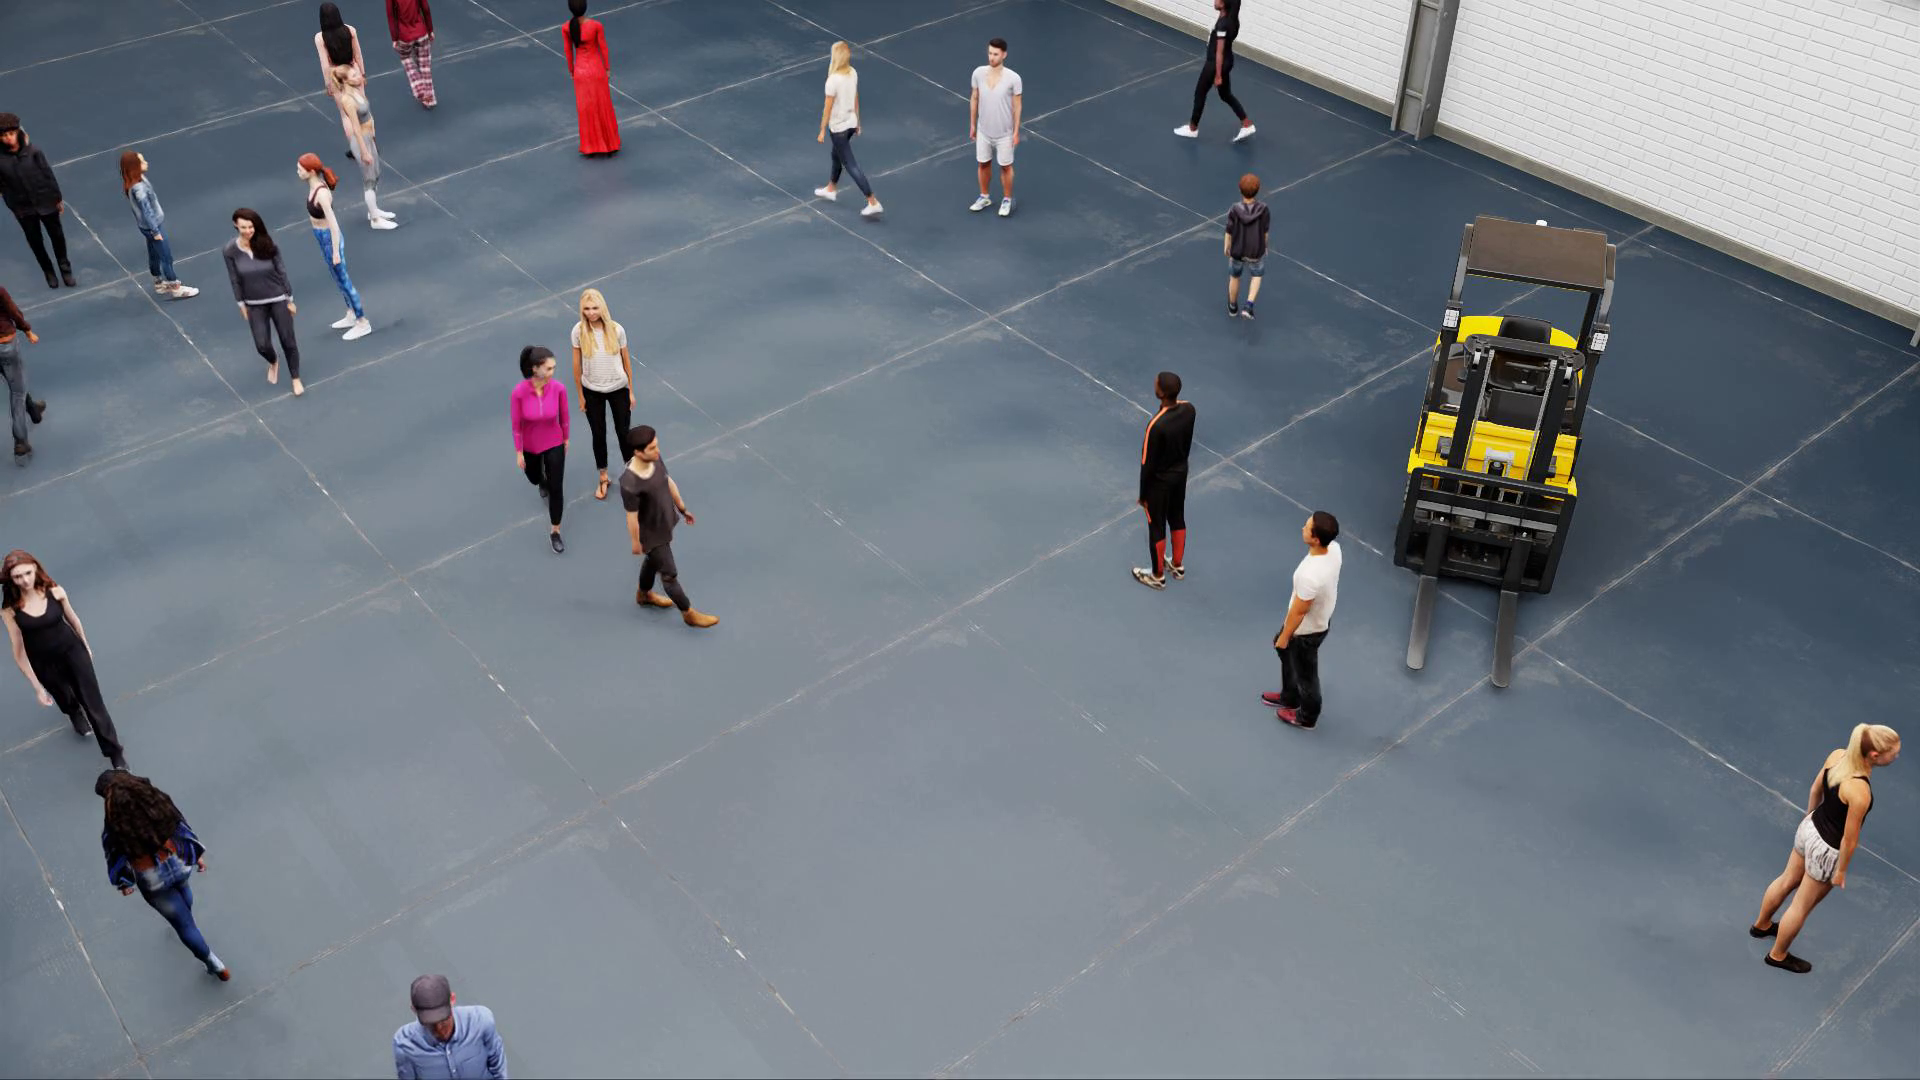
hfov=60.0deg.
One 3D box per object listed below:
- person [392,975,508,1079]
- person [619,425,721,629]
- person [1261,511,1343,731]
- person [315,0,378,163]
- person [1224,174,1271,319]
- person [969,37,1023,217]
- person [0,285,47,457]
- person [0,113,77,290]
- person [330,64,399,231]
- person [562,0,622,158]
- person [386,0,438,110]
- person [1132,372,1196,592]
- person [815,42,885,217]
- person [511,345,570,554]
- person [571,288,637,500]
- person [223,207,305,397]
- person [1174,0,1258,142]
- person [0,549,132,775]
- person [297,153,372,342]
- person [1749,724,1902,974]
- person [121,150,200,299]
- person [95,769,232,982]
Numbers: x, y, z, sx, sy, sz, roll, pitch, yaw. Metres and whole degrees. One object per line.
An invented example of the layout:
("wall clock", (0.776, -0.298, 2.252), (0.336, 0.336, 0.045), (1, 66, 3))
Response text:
("person", (-2.412, 2.756, 8.083), (0.707, 1.888, 0.662), (-16, 41, -19))
("person", (-2.232, -0.127, 11.856), (1.051, 1.685, 0.943), (9, 39, 11))
("person", (2.368, 0.566, 10.907), (0.810, 1.796, 0.790), (16, 41, 19))
("person", (-6.581, -4.921, 17.830), (0.616, 1.721, 0.532), (-29, 47, -32))
("person", (2.624, -2.650, 15.208), (0.753, 1.443, 0.808), (6, 39, 8))
("person", (0.369, -4.179, 16.796), (0.680, 1.852, 0.824), (14, 41, 17))
("person", (-7.828, -1.496, 13.522), (1.048, 1.745, 1.216), (-4, 39, -5))
("person", (-8.743, -3.223, 15.668), (0.655, 1.765, 0.614), (-23, 44, -26))
("person", (-5.970, -3.936, 16.610), (0.731, 1.705, 0.641), (-5, 39, -6))
("person", (-3.981, -4.980, 17.863), (0.738, 1.783, 0.784), (0, 39, -1))
("person", (-6.183, -5.692, 18.821), (0.720, 1.688, 0.723), (-18, 42, -21))
("person", (1.516, -0.438, 12.151), (0.608, 1.803, 0.556), (-26, 45, -29))
("person", (-1.098, -4.091, 16.753), (1.216, 1.768, 0.862), (21, 43, 24))
("person", (-3.191, -0.762, 12.678), (0.901, 1.662, 1.140), (-8, 39, -9))
("person", (-2.779, -1.161, 13.037), (0.667, 1.827, 0.663), (-9, 40, -12))
("person", (-5.939, -2.077, 14.239), (0.713, 1.758, 0.760), (-13, 41, -16))
("person", (2.905, -5.123, 18.104), (1.233, 1.694, 1.002), (14, 41, 17))
("person", (-5.880, 0.727, 10.773), (0.586, 1.701, 1.112), (-26, 46, -29))
("person", (-5.636, -2.643, 14.934), (0.673, 1.785, 0.571), (-19, 42, -22))
("person", (4.896, 1.711, 9.427), (0.738, 1.845, 0.667), (1, 39, 1))
("person", (-7.593, -2.950, 15.561), (0.680, 1.473, 0.577), (-22, 44, -25))
("person", (-4.434, 1.920, 9.368), (0.938, 1.592, 0.735), (28, 47, 31))
